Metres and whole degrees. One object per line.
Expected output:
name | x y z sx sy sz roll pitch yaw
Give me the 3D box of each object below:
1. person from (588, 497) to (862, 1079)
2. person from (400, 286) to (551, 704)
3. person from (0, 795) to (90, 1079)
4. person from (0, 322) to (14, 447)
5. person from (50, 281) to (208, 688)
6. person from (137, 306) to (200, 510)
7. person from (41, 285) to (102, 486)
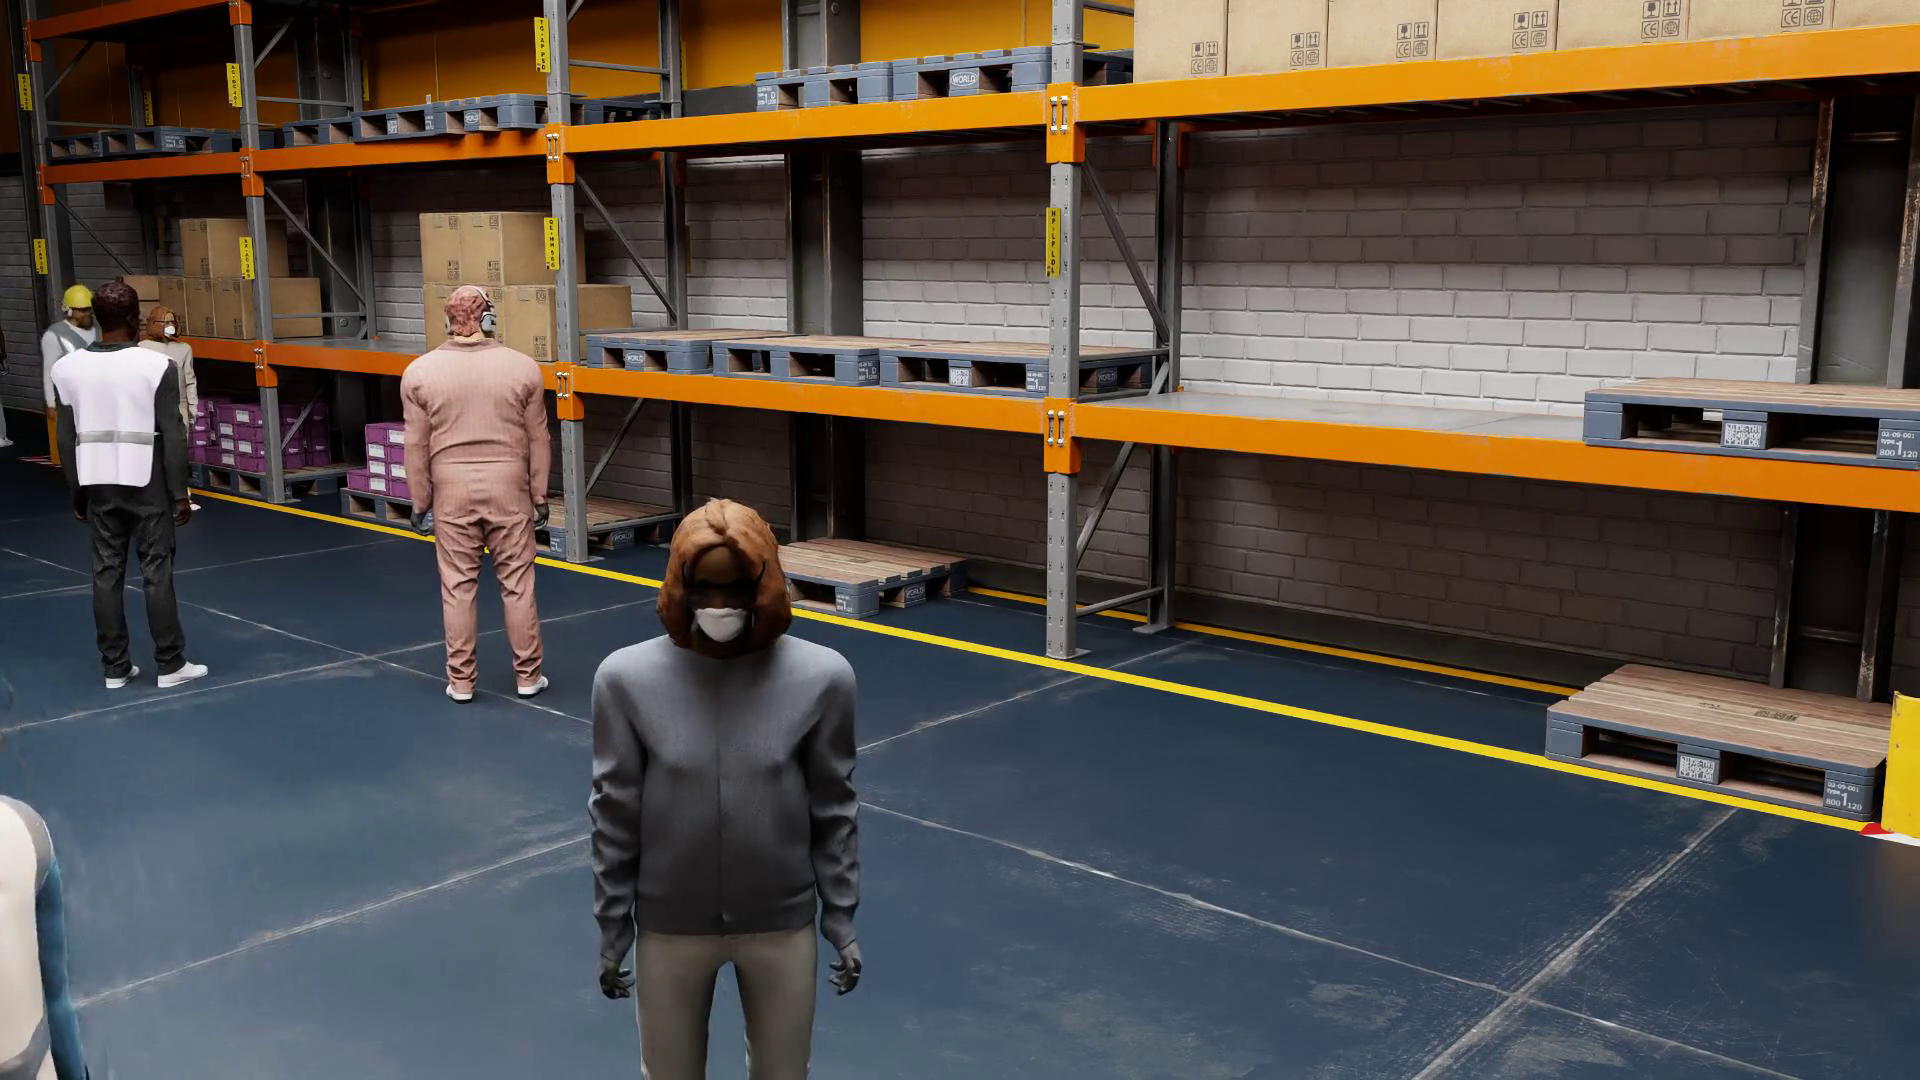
person | -0.430 0.727 3.098 0.499 1.633 0.281 -2 10 -9
person | -2.193 -0.200 7.615 0.639 1.904 0.402 -2 10 -13
person | -1.266 0.906 2.186 0.752 1.613 0.537 0 10 2
person | -10.204 -1.886 17.311 0.532 1.869 0.311 -4 11 -20
person | -3.926 -0.246 7.832 0.590 1.919 0.397 0 10 1
person | -6.224 -1.017 13.063 0.271 1.629 0.499 7 12 35
person | -7.079 -1.177 13.557 0.746 1.778 0.629 4 11 19
